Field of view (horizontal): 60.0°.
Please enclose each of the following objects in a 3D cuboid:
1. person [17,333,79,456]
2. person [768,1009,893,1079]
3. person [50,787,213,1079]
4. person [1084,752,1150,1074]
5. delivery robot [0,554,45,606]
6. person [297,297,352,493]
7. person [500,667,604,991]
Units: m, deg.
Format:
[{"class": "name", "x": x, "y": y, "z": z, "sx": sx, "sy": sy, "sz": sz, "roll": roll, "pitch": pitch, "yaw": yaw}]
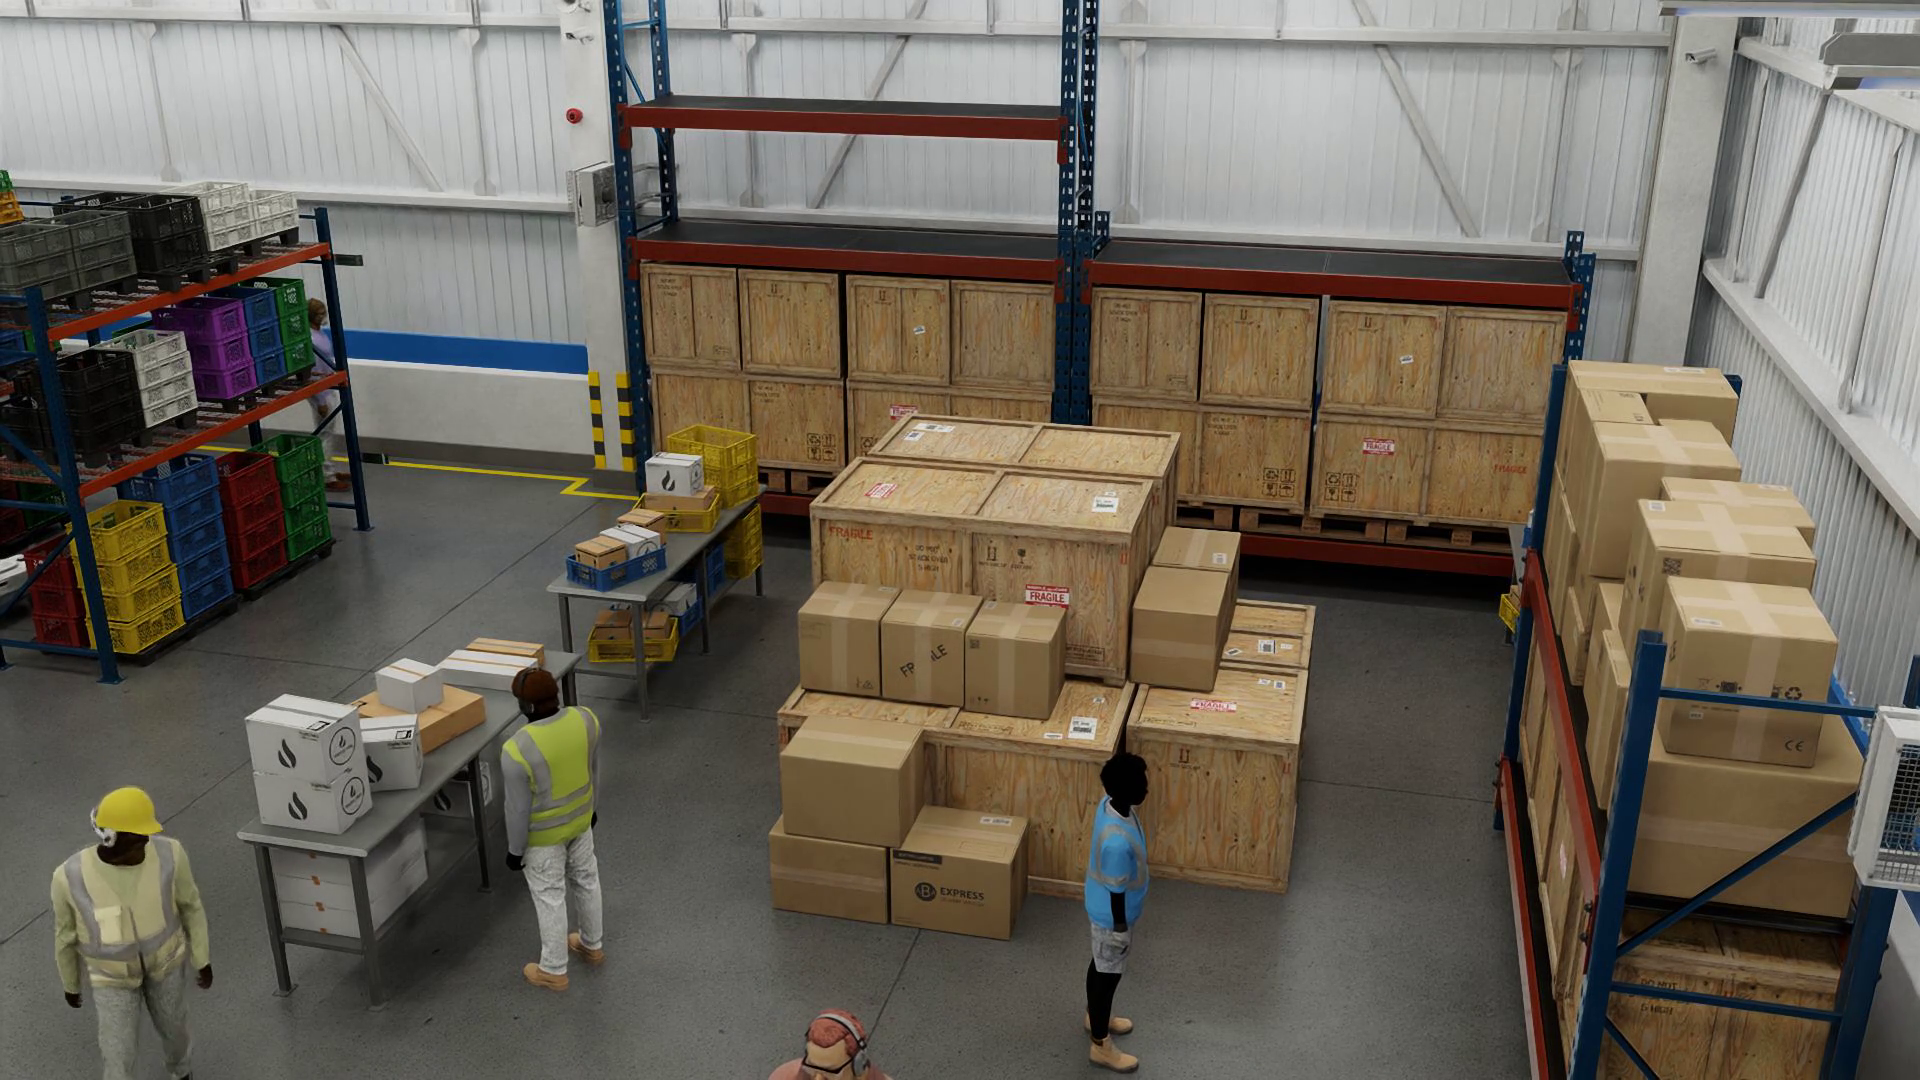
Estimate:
[{"class": "person", "x": -9.784, "y": -1.777, "z": 17.453, "sx": 0.808, "sy": 1.862, "sz": 0.581, "roll": 8, "pitch": 22, "yaw": 21}, {"class": "person", "x": -0.442, "y": 2.543, "z": 6.080, "sx": 0.642, "sy": 1.909, "sz": 0.409, "roll": 6, "pitch": 22, "yaw": 16}, {"class": "person", "x": -3.812, "y": 1.984, "z": 7.727, "sx": 0.626, "sy": 1.779, "sz": 0.664, "roll": -15, "pitch": 25, "yaw": -34}, {"class": "person", "x": 0.776, "y": 1.820, "z": 8.260, "sx": 0.317, "sy": 1.695, "sz": 0.540, "roll": 1, "pitch": 21, "yaw": 2}, {"class": "delivery robot", "x": -7.874, "y": 0.341, "z": 13.594, "sx": 0.477, "sy": 0.478, "sz": 0.707, "roll": 9, "pitch": 23, "yaw": 22}, {"class": "person", "x": -6.317, "y": -1.443, "z": 16.465, "sx": 0.352, "sy": 1.937, "sz": 0.635, "roll": -6, "pitch": 22, "yaw": -14}, {"class": "person", "x": -2.174, "y": 1.521, "z": 8.853, "sx": 0.429, "sy": 1.839, "sz": 0.623, "roll": 14, "pitch": 25, "yaw": 32}]
